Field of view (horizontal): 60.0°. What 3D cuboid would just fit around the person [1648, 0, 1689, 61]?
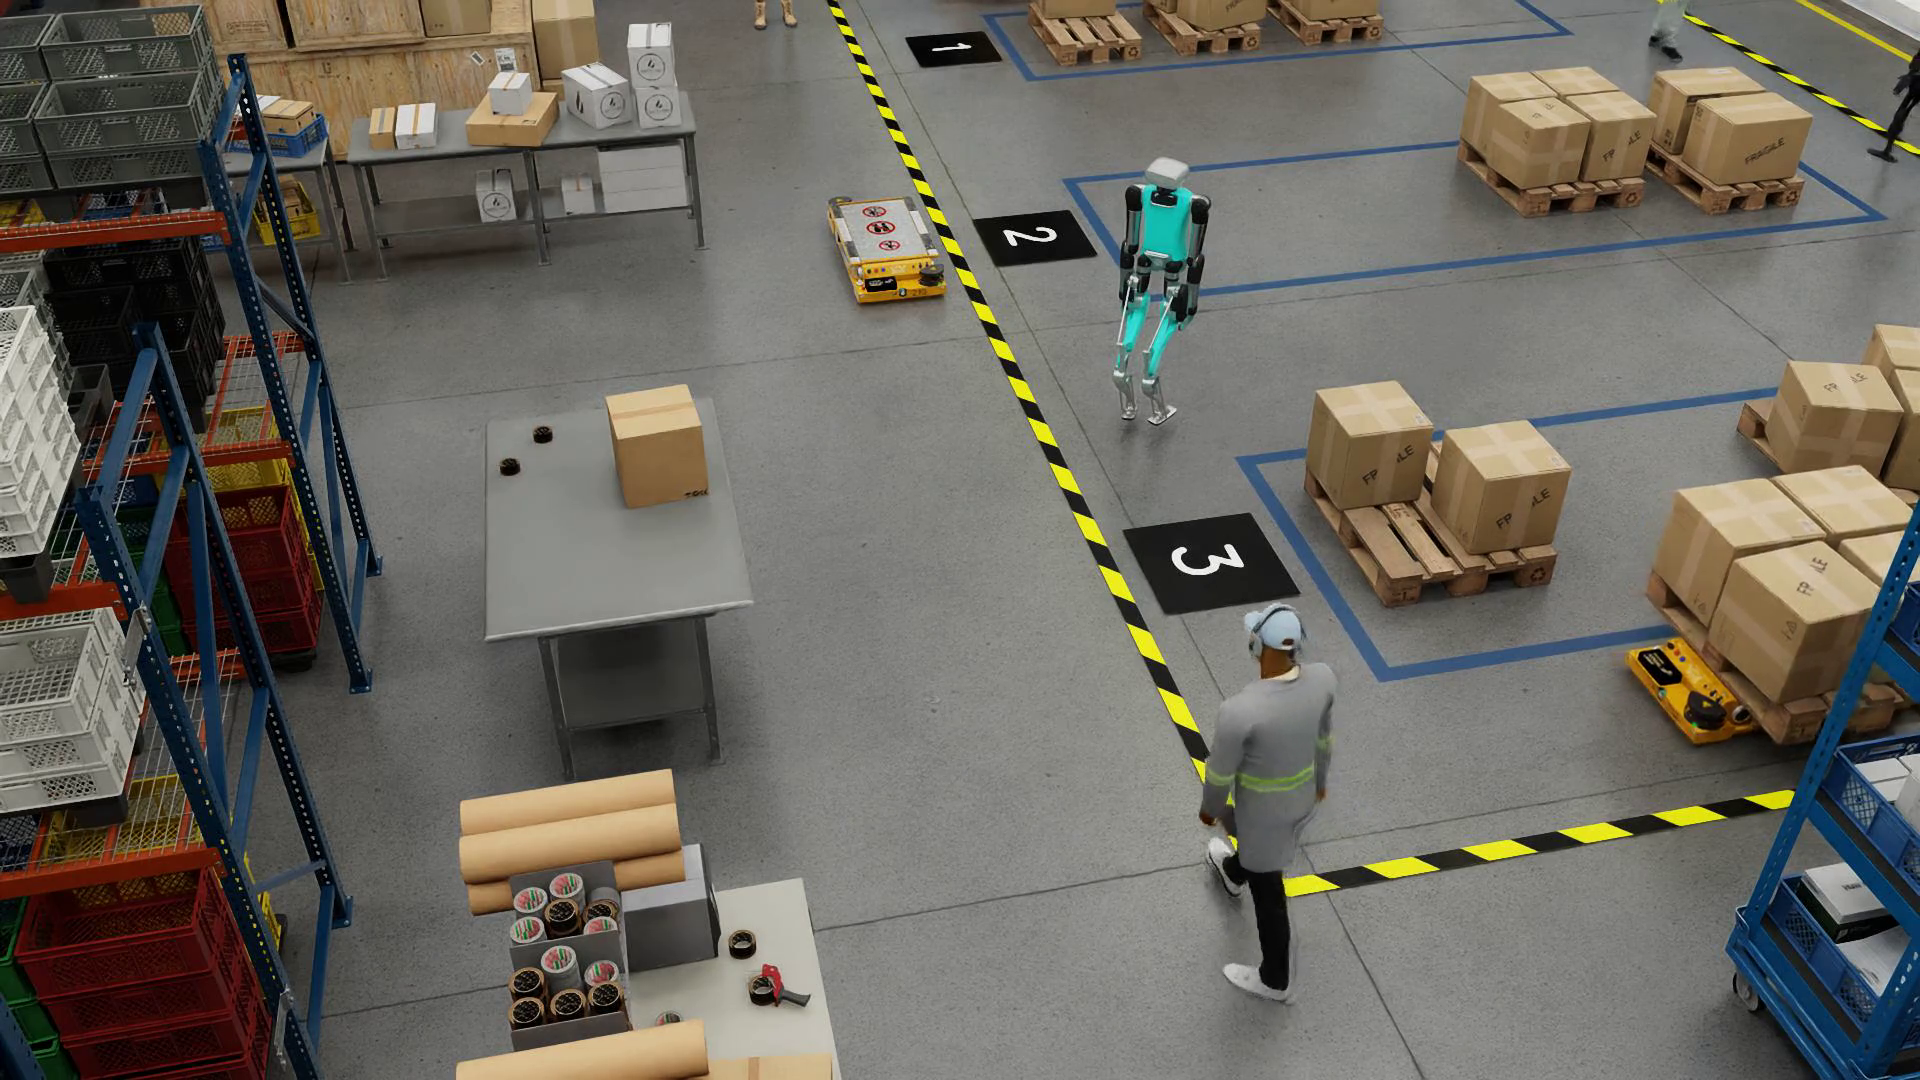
[{"bbox_3d":[6.867,-5.449,15.619,0.407,1.781,0.702,0,37,0],"label":"person"}]

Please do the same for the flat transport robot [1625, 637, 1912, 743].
[{"bbox_3d":[4.289,0.665,8.637,1.431,0.197,0.652,-8,37,-10],"label":"flat transport robot"}]

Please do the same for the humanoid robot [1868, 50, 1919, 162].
[{"bbox_3d":[7.959,-3.789,13.488,0.608,1.636,0.694,-15,39,-19],"label":"humanoid robot"}]

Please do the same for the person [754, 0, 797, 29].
[{"bbox_3d":[-1.831,-5.992,16.122,0.611,2.041,0.391,-7,37,-10],"label":"person"}]

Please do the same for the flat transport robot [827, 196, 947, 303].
[{"bbox_3d":[-0.570,-2.220,12.538,0.659,0.231,1.431,-8,37,-10],"label":"flat transport robot"}]

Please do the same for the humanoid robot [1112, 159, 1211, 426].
[{"bbox_3d":[1.140,-1.430,10.135,0.533,1.675,0.735,17,40,21],"label":"humanoid robot"}]

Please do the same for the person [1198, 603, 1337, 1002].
[{"bbox_3d":[1.261,1.035,6.896,0.612,1.786,0.842,-25,43,-29],"label":"person"}]
